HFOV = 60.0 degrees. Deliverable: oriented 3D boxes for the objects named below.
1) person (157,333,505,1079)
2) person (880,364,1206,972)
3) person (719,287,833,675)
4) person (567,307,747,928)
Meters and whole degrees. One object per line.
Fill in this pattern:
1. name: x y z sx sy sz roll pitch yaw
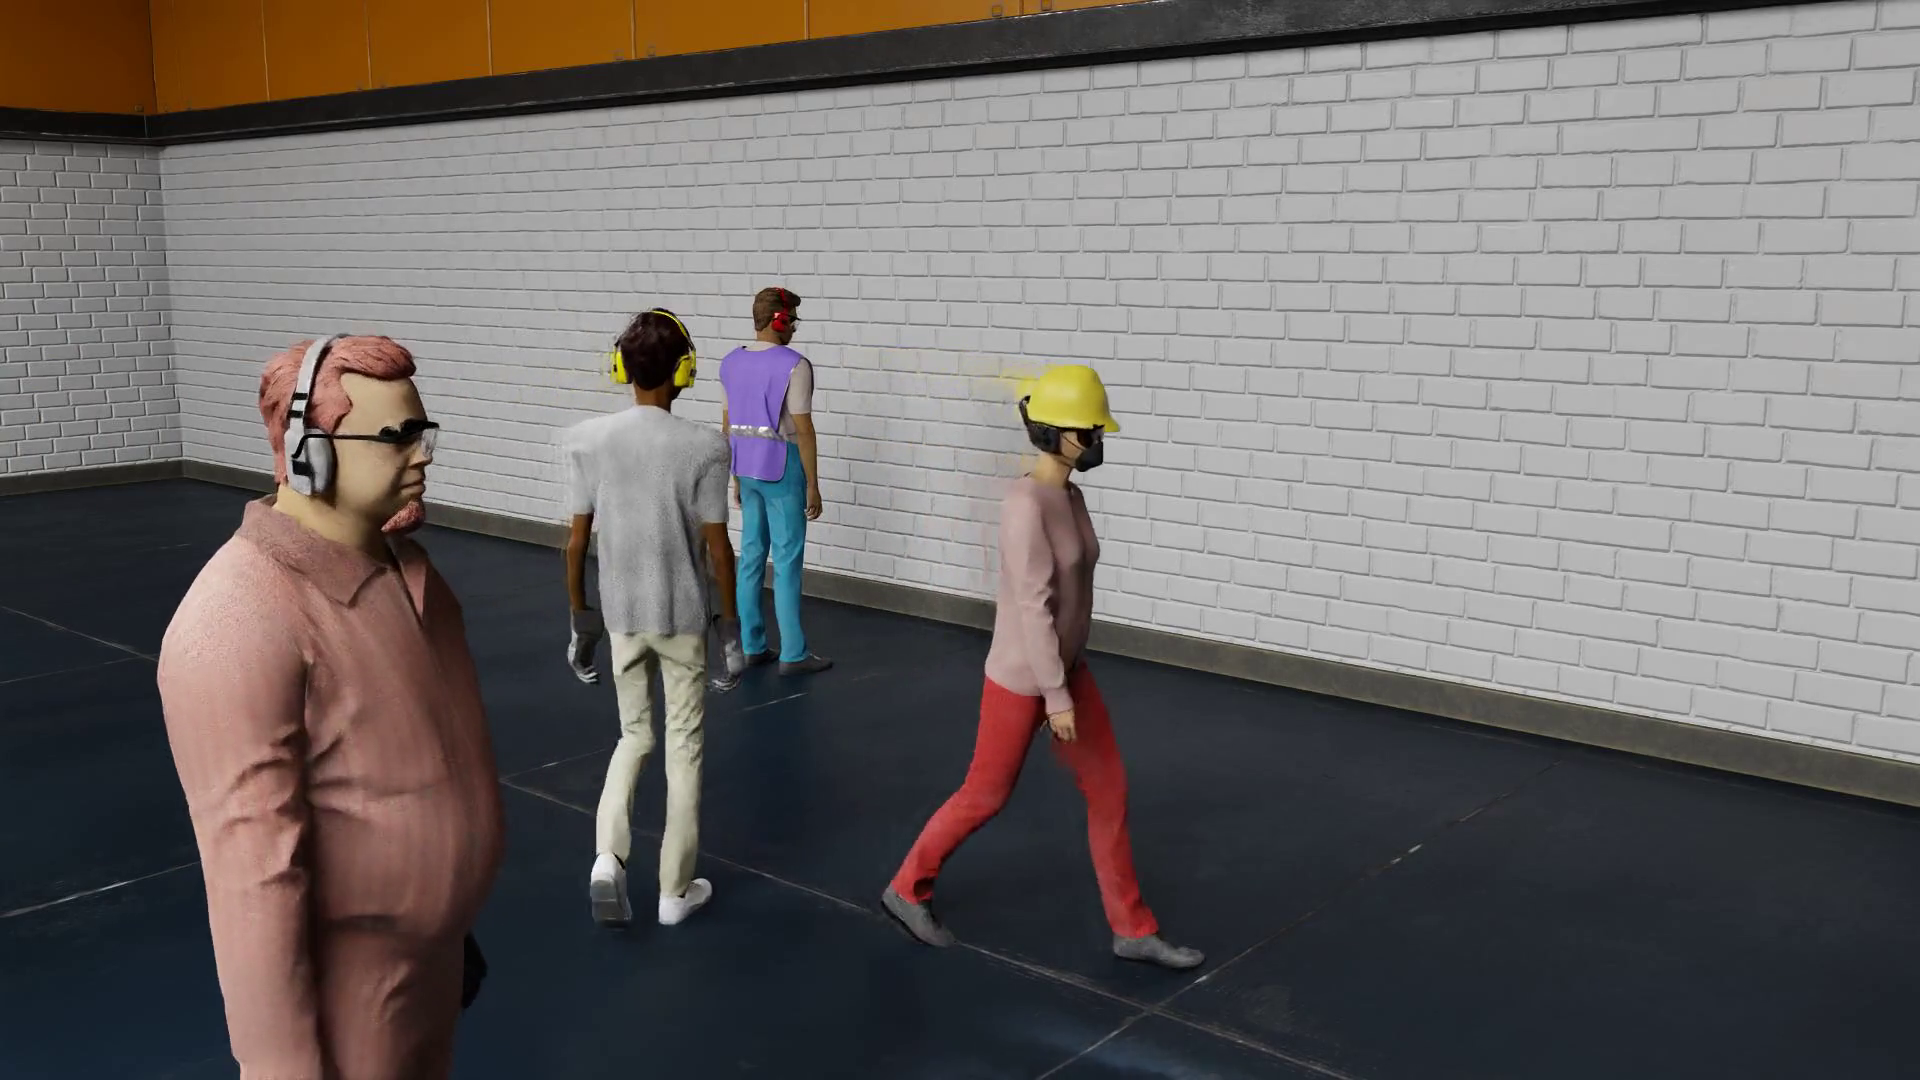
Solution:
1. person: -0.891 0.639 2.529 0.404 1.905 0.647 0 10 2
2. person: 0.194 0.358 4.661 0.925 1.715 0.507 5 11 26
3. person: -0.901 -0.273 7.913 0.564 1.837 0.388 8 12 37
4. person: -0.900 0.260 4.839 0.539 1.854 0.522 2 10 12
